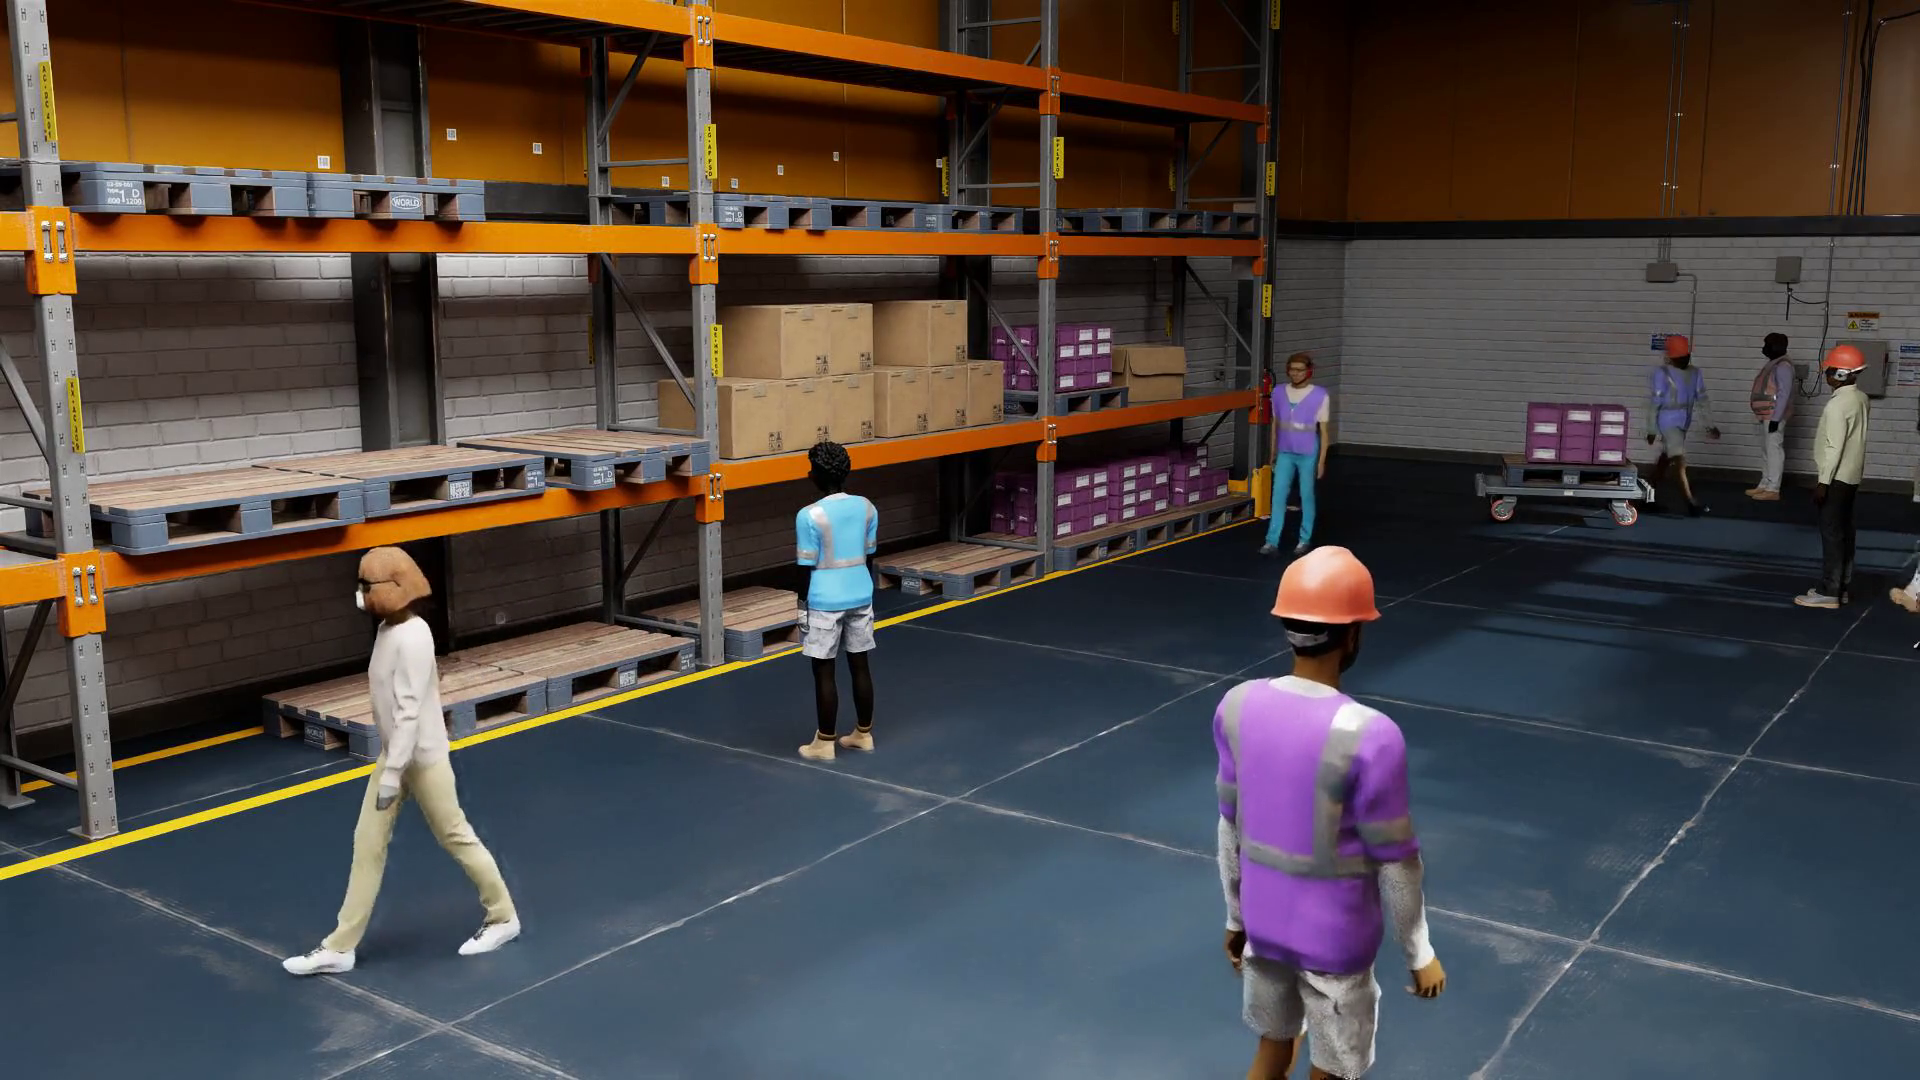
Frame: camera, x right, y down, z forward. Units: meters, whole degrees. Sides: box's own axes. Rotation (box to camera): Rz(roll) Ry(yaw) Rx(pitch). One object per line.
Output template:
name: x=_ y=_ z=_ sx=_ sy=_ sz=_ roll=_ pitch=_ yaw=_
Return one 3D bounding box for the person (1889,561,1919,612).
person: x=7.360 y=-0.297 z=12.166 sx=0.707 sy=1.775 sz=0.964 roll=-1 pitch=10 yaw=-6

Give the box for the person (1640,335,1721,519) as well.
person: x=7.379 y=-1.164 z=17.073 sx=0.568 sy=1.866 sz=0.960 roll=-5 pitch=11 yaw=-26

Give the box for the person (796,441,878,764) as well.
person: x=-0.649 y=0.328 z=8.728 sx=0.534 sy=1.694 sz=0.321 roll=-9 pitch=13 yaw=-44

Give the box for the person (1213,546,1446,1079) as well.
person: x=0.907 y=0.970 z=4.191 sx=0.404 sy=1.934 sz=0.557 roll=-7 pitch=12 yaw=-37

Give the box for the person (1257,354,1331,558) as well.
person: x=2.932 y=-0.727 z=14.647 sx=0.598 sy=1.803 sz=0.895 roll=7 pitch=12 yaw=34

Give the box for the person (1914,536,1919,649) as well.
person: x=6.700 y=-0.049 z=11.106 sx=0.522 sy=1.645 sz=0.306 roll=9 pitch=13 yaw=42

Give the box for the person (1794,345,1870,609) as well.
person: x=6.654 y=-0.480 z=12.625 sx=0.375 sy=1.997 sz=0.611 roll=9 pitch=13 yaw=43

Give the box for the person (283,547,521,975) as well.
person: x=-2.048 y=0.811 z=6.149 sx=0.854 sy=1.589 sz=0.511 roll=-7 pitch=12 yaw=-34

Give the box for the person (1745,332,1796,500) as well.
person: x=8.934 y=-1.360 z=18.330 sx=0.430 sy=1.845 sz=0.619 roll=3 pitch=10 yaw=16

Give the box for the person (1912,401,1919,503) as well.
person: x=10.502 y=-1.291 z=17.895 sx=0.352 sy=1.860 sz=0.551 roll=1 pitch=10 yaw=4

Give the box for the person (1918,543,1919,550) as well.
person: x=8.408 y=-0.602 z=13.797 sx=0.639 sy=1.855 sz=0.525 roll=-2 pitch=10 yaw=-12

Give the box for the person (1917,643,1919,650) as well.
person: x=6.723 y=-0.186 z=11.044 sx=0.545 sy=1.942 sz=0.350 roll=9 pitch=13 yaw=43
